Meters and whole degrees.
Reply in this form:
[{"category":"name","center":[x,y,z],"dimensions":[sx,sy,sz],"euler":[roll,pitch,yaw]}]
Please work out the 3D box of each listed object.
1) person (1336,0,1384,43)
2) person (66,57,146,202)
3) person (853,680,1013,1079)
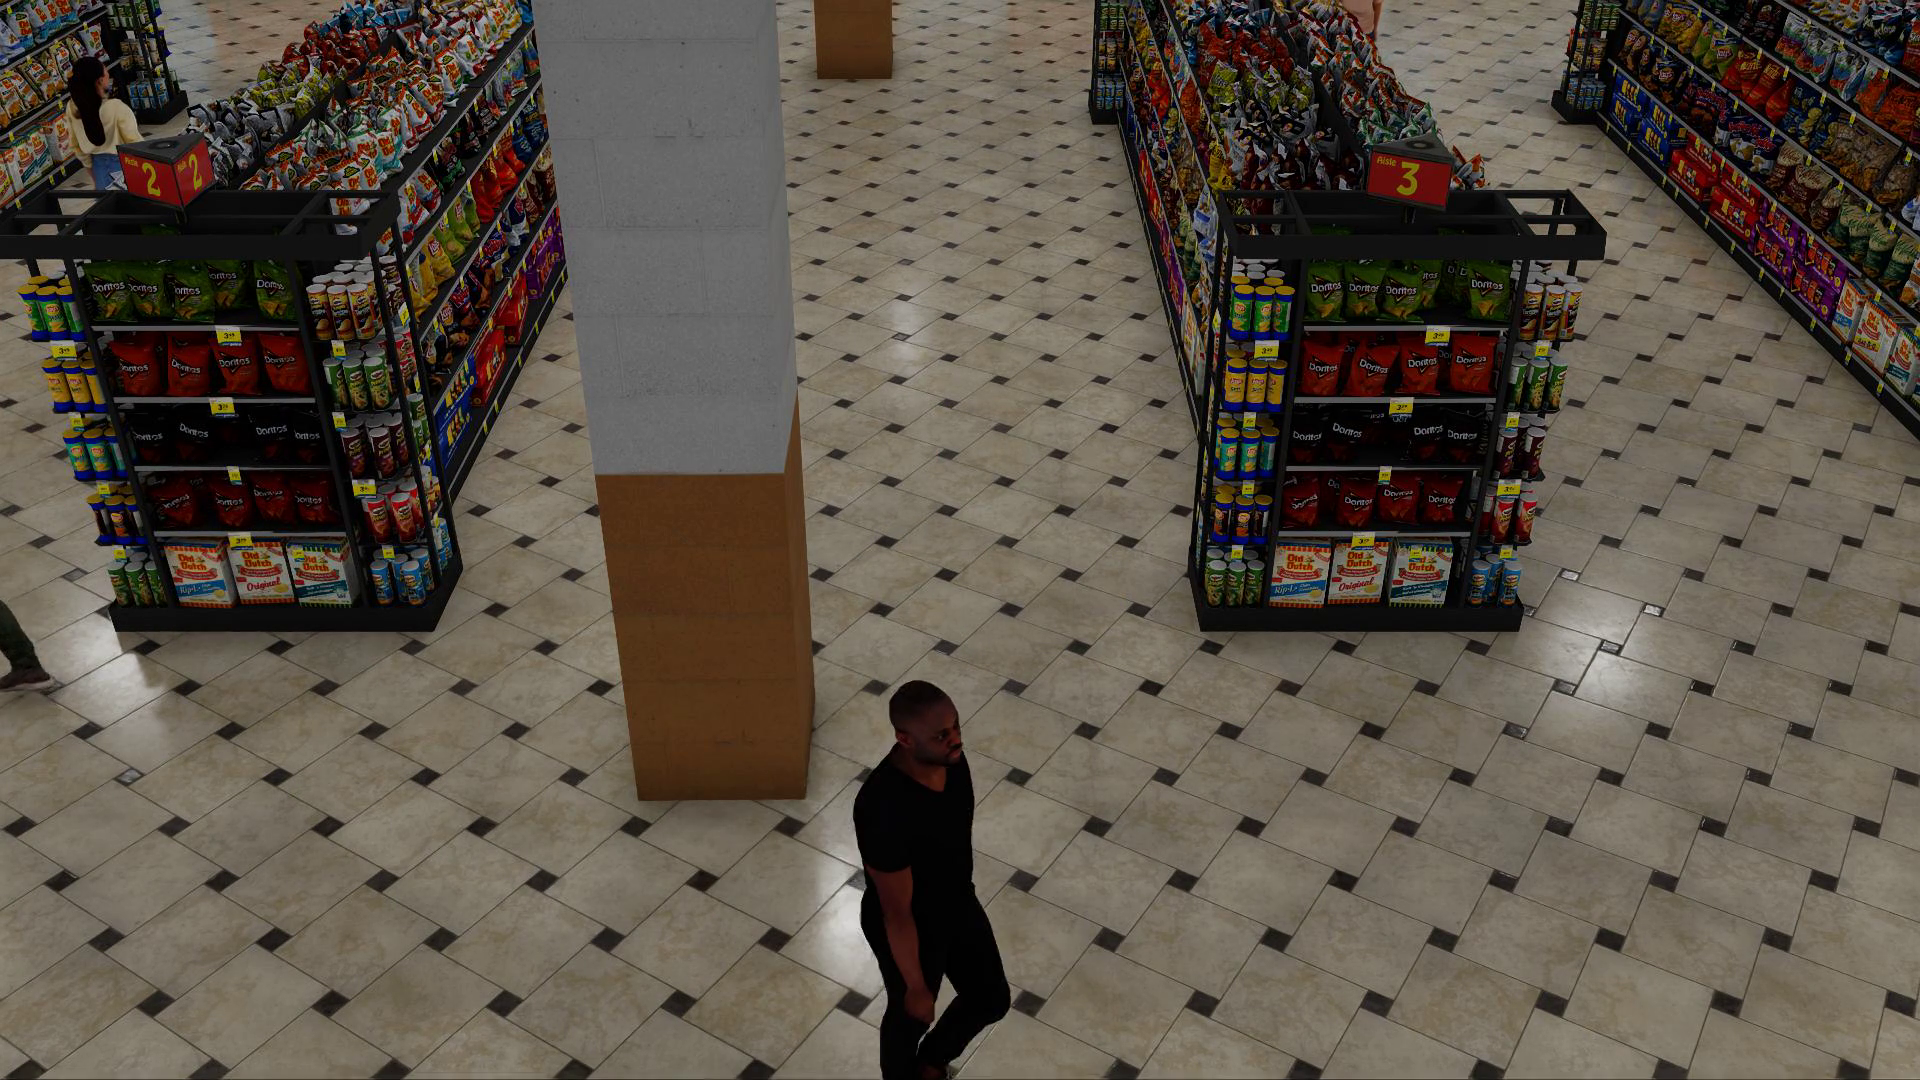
[{"category":"person","center":[3.213,-4.155,13.605],"dimensions":[0.592,1.792,0.527],"euler":[2,32,3]},{"category":"person","center":[-5.457,-2.323,10.813],"dimensions":[0.656,1.632,0.585],"euler":[3,32,5]},{"category":"person","center":[-0.191,1.147,5.071],"dimensions":[0.859,1.805,0.768],"euler":[17,36,26]}]
